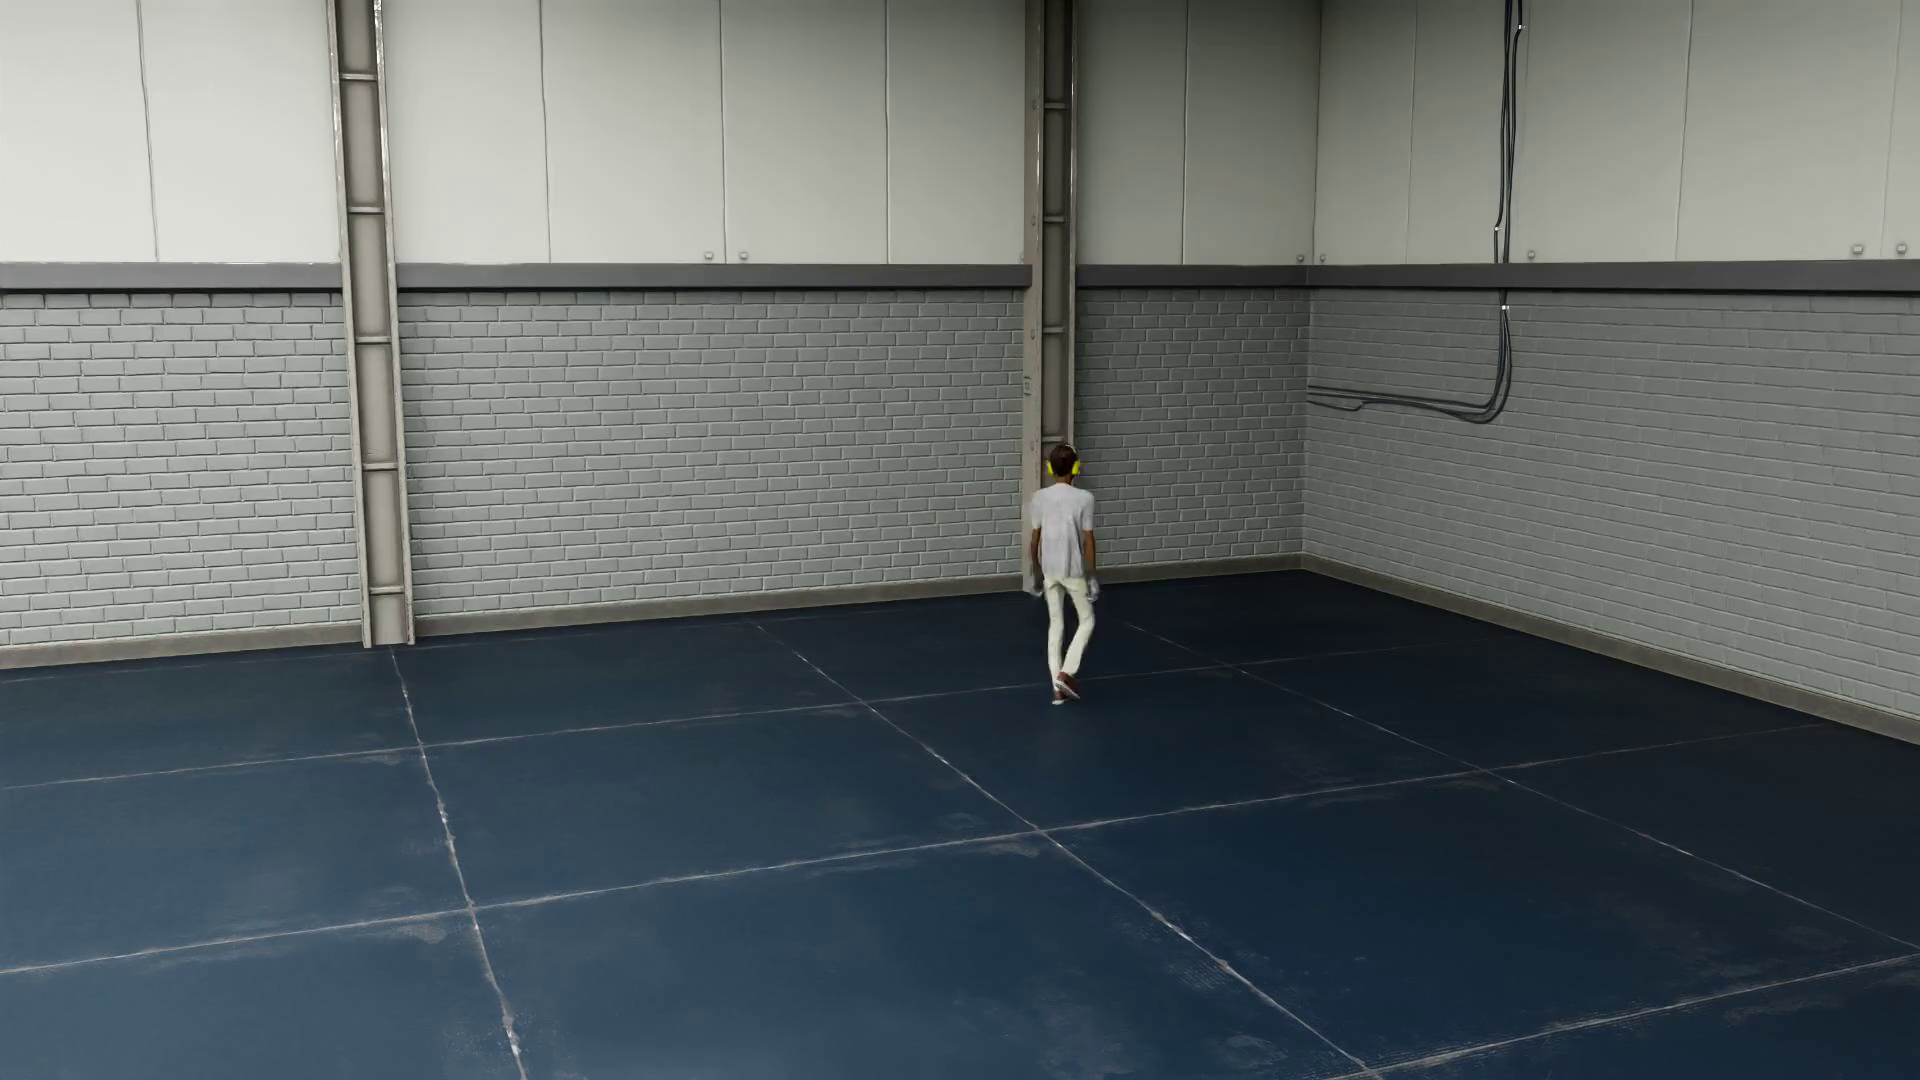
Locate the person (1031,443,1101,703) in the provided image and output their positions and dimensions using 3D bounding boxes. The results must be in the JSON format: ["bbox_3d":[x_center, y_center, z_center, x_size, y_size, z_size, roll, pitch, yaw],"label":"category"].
[{"bbox_3d":[0.747,0.247,11.748,0.562,1.855,0.399,5,10,27],"label":"person"}]
